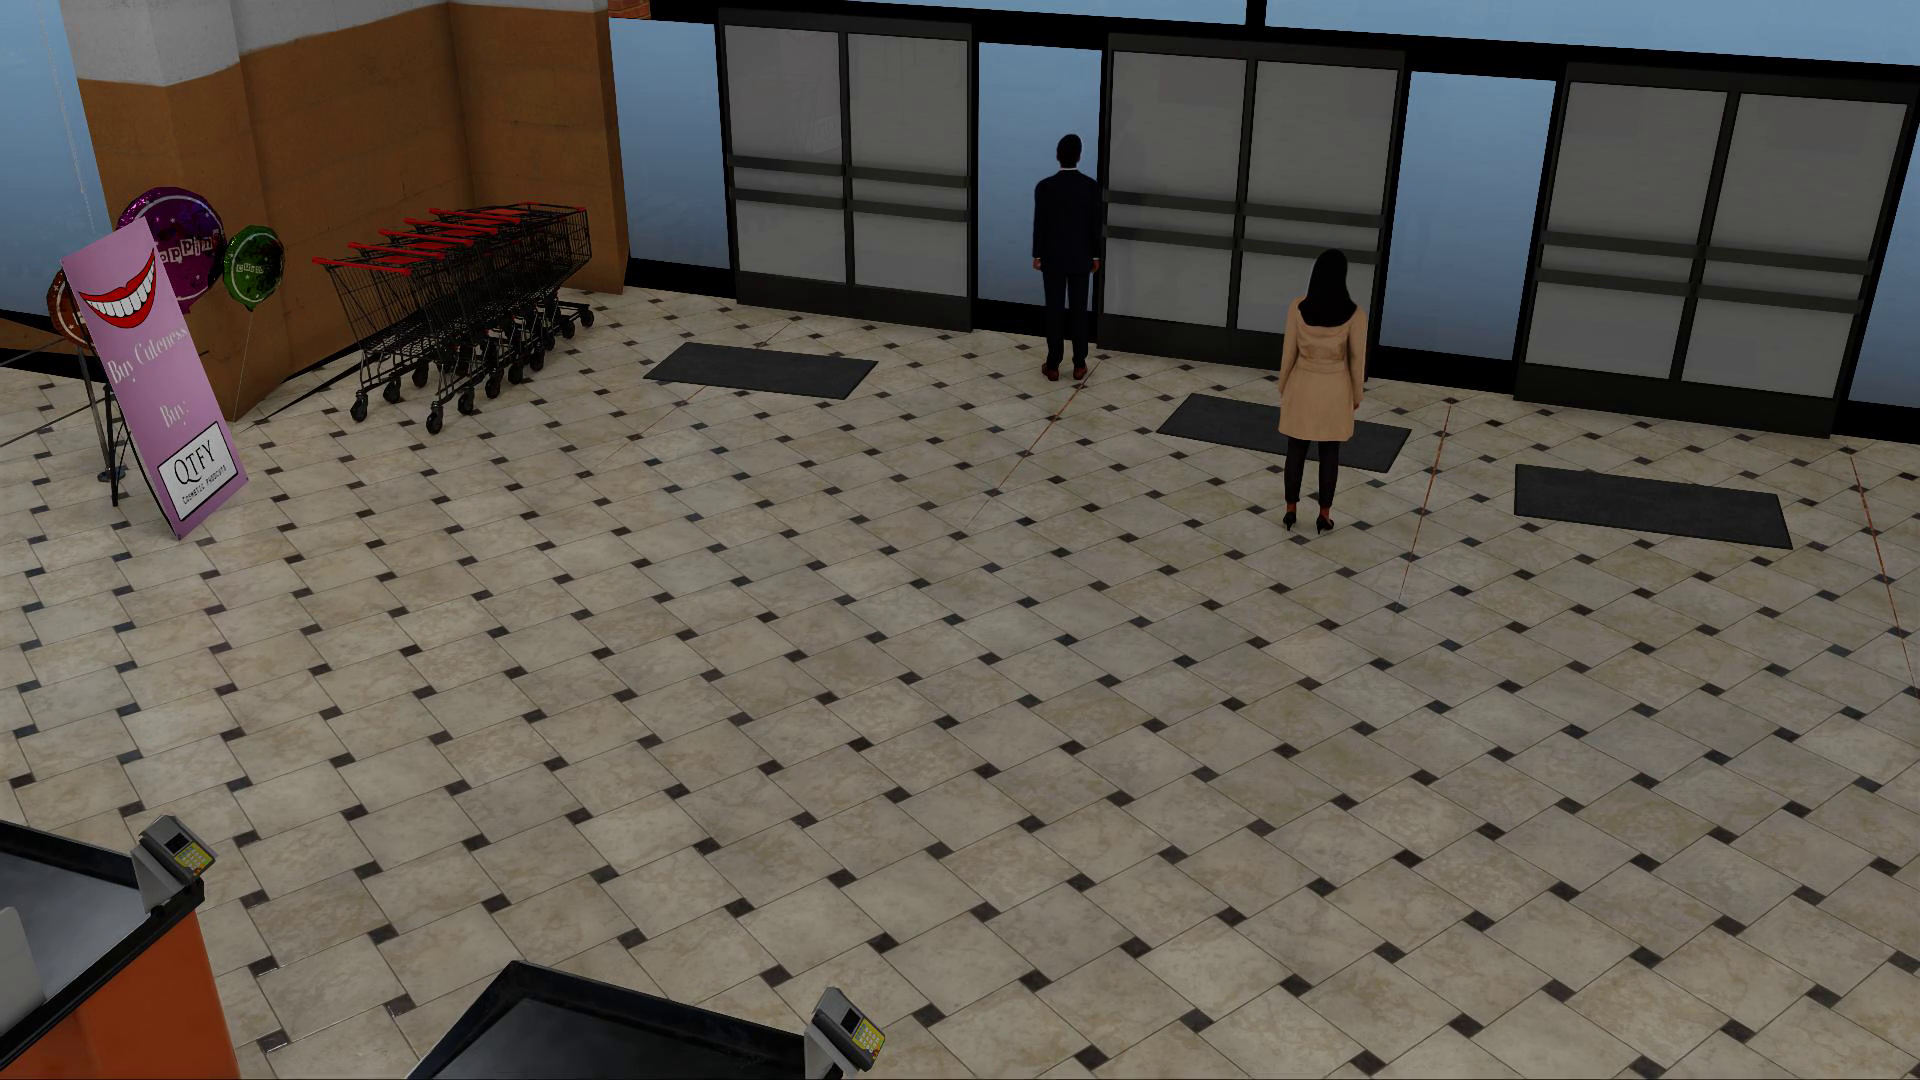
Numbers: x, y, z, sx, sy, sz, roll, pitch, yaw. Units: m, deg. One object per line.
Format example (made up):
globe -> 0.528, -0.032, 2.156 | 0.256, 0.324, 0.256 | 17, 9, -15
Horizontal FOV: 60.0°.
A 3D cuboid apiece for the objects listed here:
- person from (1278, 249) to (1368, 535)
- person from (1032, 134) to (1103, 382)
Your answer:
person -> 2.028, -0.822, 9.397 | 0.627, 1.682, 0.503 | 9, 28, 17
person -> 0.740, -1.953, 11.581 | 0.705, 1.725, 0.668 | -2, 27, -4
